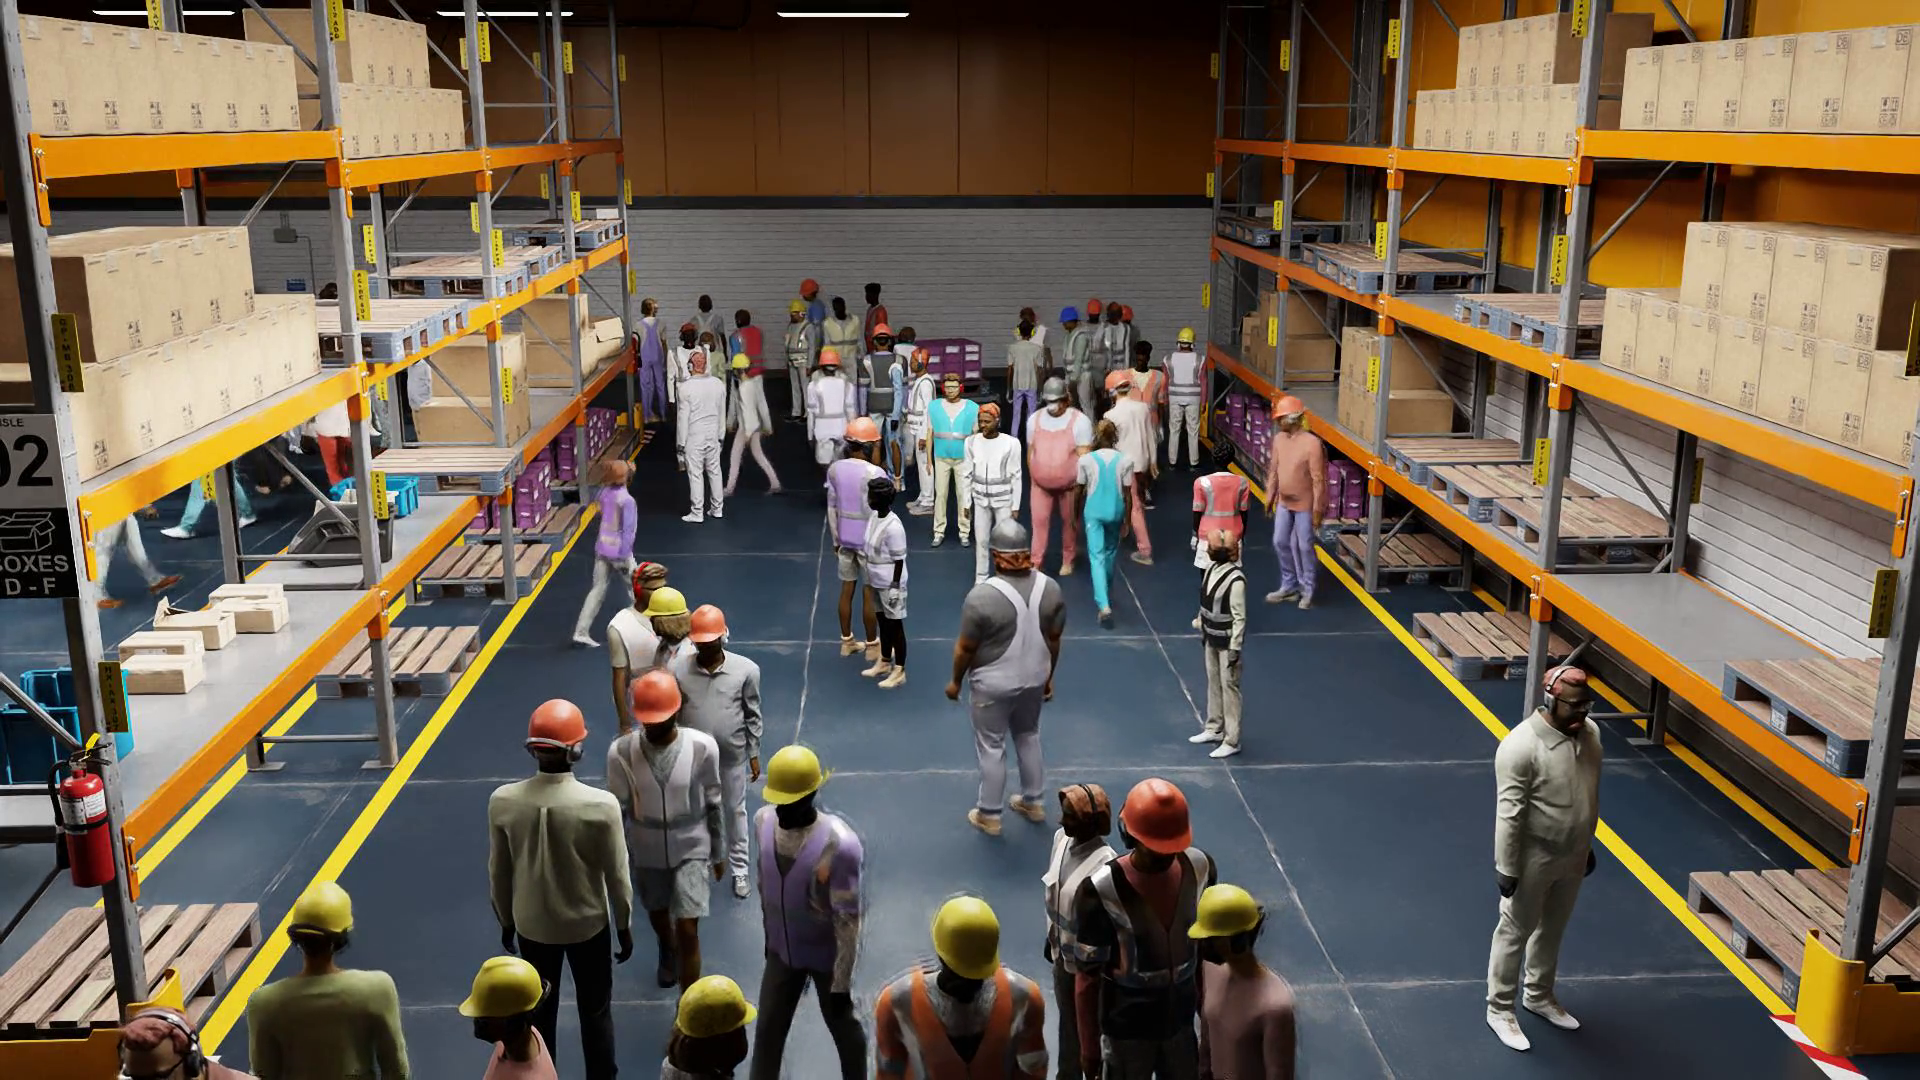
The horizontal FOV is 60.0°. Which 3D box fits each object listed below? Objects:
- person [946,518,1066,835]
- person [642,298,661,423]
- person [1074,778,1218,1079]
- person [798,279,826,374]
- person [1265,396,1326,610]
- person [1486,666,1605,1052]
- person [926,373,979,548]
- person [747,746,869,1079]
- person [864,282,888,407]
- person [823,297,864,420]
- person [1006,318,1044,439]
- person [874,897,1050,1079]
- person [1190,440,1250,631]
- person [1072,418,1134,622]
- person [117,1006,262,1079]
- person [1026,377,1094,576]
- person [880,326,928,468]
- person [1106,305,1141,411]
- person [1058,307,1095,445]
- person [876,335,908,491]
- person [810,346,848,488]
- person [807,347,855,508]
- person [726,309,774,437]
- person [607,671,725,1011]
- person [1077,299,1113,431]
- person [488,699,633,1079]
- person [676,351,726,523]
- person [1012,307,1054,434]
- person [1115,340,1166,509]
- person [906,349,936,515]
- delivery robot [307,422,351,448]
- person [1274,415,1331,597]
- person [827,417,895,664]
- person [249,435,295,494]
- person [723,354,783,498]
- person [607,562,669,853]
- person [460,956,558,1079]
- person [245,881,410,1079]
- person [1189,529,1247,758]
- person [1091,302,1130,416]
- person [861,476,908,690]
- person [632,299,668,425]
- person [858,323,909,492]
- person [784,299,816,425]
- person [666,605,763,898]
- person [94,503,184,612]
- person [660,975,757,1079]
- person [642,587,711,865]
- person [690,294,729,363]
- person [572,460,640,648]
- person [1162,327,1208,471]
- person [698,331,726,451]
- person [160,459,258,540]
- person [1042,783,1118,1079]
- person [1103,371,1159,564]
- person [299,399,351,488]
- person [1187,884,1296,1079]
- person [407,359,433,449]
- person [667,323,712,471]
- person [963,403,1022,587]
[{"bbox_3d":[0.272,0.844,10.405,0.701,2.000,0.538,-8,17,-30],"label":"person"},{"bbox_3d":[-4.579,-2.641,24.509,0.352,1.837,0.501,-1,14,-4],"label":"person"},{"bbox_3d":[0.742,1.860,6.445,0.617,2.030,0.409,-7,16,-24],"label":"person"},{"bbox_3d":[-2.227,-3.029,25.693,0.541,2.013,0.749,-1,14,-2],"label":"person"},{"bbox_3d":[3.077,-0.339,15.189,0.455,1.967,0.691,-9,17,-31],"label":"person"},{"bbox_3d":[2.855,1.517,8.034,0.651,1.906,0.401,-9,17,-30],"label":"person"},{"bbox_3d":[-0.075,-0.840,17.403,0.565,1.846,0.390,1,14,3],"label":"person"},{"bbox_3d":[-0.696,1.770,7.108,0.599,1.866,1.000,9,17,32],"label":"person"},{"bbox_3d":[-1.294,-2.981,25.571,0.362,1.963,0.610,-5,15,-20],"label":"person"},{"bbox_3d":[-1.693,-2.661,24.546,0.633,1.855,1.008,-4,15,-14],"label":"person"},{"bbox_3d":[0.853,-1.963,21.799,0.506,1.861,0.328,3,15,11],"label":"person"},{"bbox_3d":[0.019,2.104,5.721,0.581,1.897,0.527,-3,15,-12],"label":"person"},{"bbox_3d":[2.274,-0.032,14.546,0.536,1.693,0.319,-3,15,-13],"label":"person"},{"bbox_3d":[1.290,-0.186,14.934,0.532,1.811,0.940,0,14,0],"label":"person"},{"bbox_3d":[-2.329,2.279,5.070,0.645,1.897,0.395,-2,14,-10],"label":"person"},{"bbox_3d":[0.919,-0.598,16.066,0.687,2.000,0.888,4,15,17],"label":"person"},{"bbox_3d":[-0.803,-1.831,21.404,0.809,1.799,0.433,-9,17,-31],"label":"person"},{"bbox_3d":[2.430,-2.644,24.710,0.613,1.729,0.530,-9,17,-31],"label":"person"},{"bbox_3d":[1.510,-2.212,22.653,0.819,1.901,0.641,-6,15,-21],"label":"person"},{"bbox_3d":[-0.821,-1.537,19.995,0.375,1.917,0.592,-4,15,-16],"label":"person"},{"bbox_3d":[-1.579,-1.537,20.379,0.485,1.718,0.701,6,15,21],"label":"person"},{"bbox_3d":[-1.419,-1.202,18.720,0.539,1.908,0.885,-7,16,-26],"label":"person"},{"bbox_3d":[-3.004,-2.356,23.496,0.616,1.790,1.004,-13,19,-41],"label":"person"},{"bbox_3d":[-1.441,1.487,8.208,0.548,1.892,0.971,-1,14,-4],"label":"person"},{"bbox_3d":[1.874,-2.464,23.642,0.579,1.911,0.727,4,15,15],"label":"person"},{"bbox_3d":[-1.729,1.658,7.304,0.623,1.989,0.400,2,14,6],"label":"person"},{"bbox_3d":[-2.894,-1.142,18.471,0.407,1.906,0.655,13,19,42],"label":"person"},{"bbox_3d":[0.985,-2.400,23.623,0.587,1.790,0.872,11,18,36],"label":"person"},{"bbox_3d":[2.056,-1.316,19.047,0.602,1.958,0.380,0,14,-1],"label":"person"},{"bbox_3d":[-0.436,-1.231,18.862,0.343,1.882,0.585,-1,14,-6],"label":"person"},{"bbox_3d":[-8.371,-1.441,22.152,0.707,0.478,0.477,8,16,30],"label":"delivery robot"},{"bbox_3d":[3.218,-0.381,15.849,0.540,1.732,0.768,-1,14,-4],"label":"person"},{"bbox_3d":[-0.808,-0.002,13.718,0.608,2.045,0.392,11,18,37],"label":"person"},{"bbox_3d":[-8.400,-1.553,19.814,0.542,2.000,0.723,10,17,34],"label":"person"},{"bbox_3d":[-2.498,-1.336,19.596,0.831,1.727,0.533,1,14,4],"label":"person"},{"bbox_3d":[-1.915,1.013,10.155,0.385,1.836,0.562,9,17,31],"label":"person"},{"bbox_3d":[-1.466,2.209,5.594,0.312,1.769,0.522,-7,16,-25],"label":"person"},{"bbox_3d":[-2.271,2.124,6.005,0.549,1.728,0.737,-4,15,-16],"label":"person"},{"bbox_3d":[1.844,0.720,11.701,0.315,1.636,0.515,-4,15,-16],"label":"person"},{"bbox_3d":[2.133,-2.517,23.973,0.578,1.865,0.648,-6,15,-22],"label":"person"},{"bbox_3d":[-0.585,0.329,13.108,0.322,1.699,0.536,-6,16,-24],"label":"person"},{"bbox_3d":[-4.530,-2.610,24.388,0.502,1.838,0.347,-6,16,-24],"label":"person"},{"bbox_3d":[-0.914,-1.573,19.909,0.605,2.035,0.384,-2,14,-8],"label":"person"},{"bbox_3d":[-2.359,-2.608,24.372,0.403,1.833,0.591,-13,19,-42],"label":"person"},{"bbox_3d":[-1.414,1.211,9.536,0.568,1.751,0.329,-1,14,-3],"label":"person"},{"bbox_3d":[-7.665,-0.324,15.297,0.988,1.883,0.662,-13,20,-42],"label":"person"},{"bbox_3d":[-0.796,2.242,5.511,0.295,1.743,0.492,-11,18,-36],"label":"person"},{"bbox_3d":[-1.695,1.122,9.909,0.324,1.742,0.492,-7,16,-25],"label":"person"},{"bbox_3d":[-3.818,-2.812,25.226,0.530,1.821,0.863,1,14,4],"label":"person"},{"bbox_3d":[-2.930,0.123,14.138,0.884,1.591,0.554,-14,20,-43],"label":"person"},{"bbox_3d":[2.862,-1.786,21.144,0.586,1.833,0.403,4,15,14],"label":"person"},{"bbox_3d":[-3.387,-1.990,22.357,0.501,1.633,0.283,0,14,1],"label":"person"},{"bbox_3d":[-8.097,-0.950,17.835,1.057,1.846,0.646,-12,18,-39],"label":"person"},{"bbox_3d":[0.537,1.837,7.306,0.308,1.641,0.514,-8,16,-28],"label":"person"},{"bbox_3d":[1.652,-0.759,16.941,0.656,1.922,0.996,-13,19,-42],"label":"person"},{"bbox_3d":[-7.092,-1.239,18.721,0.598,1.965,0.639,12,19,40],"label":"person"},{"bbox_3d":[1.045,2.087,6.135,0.500,1.740,0.536,-8,16,-28],"label":"person"},{"bbox_3d":[-6.831,-1.726,21.065,0.573,1.750,0.330,12,19,40],"label":"person"},{"bbox_3d":[-3.427,-1.817,21.164,0.584,1.882,0.339,-6,15,-21],"label":"person"},{"bbox_3d":[0.299,-0.346,15.421,0.580,1.877,0.369,6,16,23],"label":"person"}]
